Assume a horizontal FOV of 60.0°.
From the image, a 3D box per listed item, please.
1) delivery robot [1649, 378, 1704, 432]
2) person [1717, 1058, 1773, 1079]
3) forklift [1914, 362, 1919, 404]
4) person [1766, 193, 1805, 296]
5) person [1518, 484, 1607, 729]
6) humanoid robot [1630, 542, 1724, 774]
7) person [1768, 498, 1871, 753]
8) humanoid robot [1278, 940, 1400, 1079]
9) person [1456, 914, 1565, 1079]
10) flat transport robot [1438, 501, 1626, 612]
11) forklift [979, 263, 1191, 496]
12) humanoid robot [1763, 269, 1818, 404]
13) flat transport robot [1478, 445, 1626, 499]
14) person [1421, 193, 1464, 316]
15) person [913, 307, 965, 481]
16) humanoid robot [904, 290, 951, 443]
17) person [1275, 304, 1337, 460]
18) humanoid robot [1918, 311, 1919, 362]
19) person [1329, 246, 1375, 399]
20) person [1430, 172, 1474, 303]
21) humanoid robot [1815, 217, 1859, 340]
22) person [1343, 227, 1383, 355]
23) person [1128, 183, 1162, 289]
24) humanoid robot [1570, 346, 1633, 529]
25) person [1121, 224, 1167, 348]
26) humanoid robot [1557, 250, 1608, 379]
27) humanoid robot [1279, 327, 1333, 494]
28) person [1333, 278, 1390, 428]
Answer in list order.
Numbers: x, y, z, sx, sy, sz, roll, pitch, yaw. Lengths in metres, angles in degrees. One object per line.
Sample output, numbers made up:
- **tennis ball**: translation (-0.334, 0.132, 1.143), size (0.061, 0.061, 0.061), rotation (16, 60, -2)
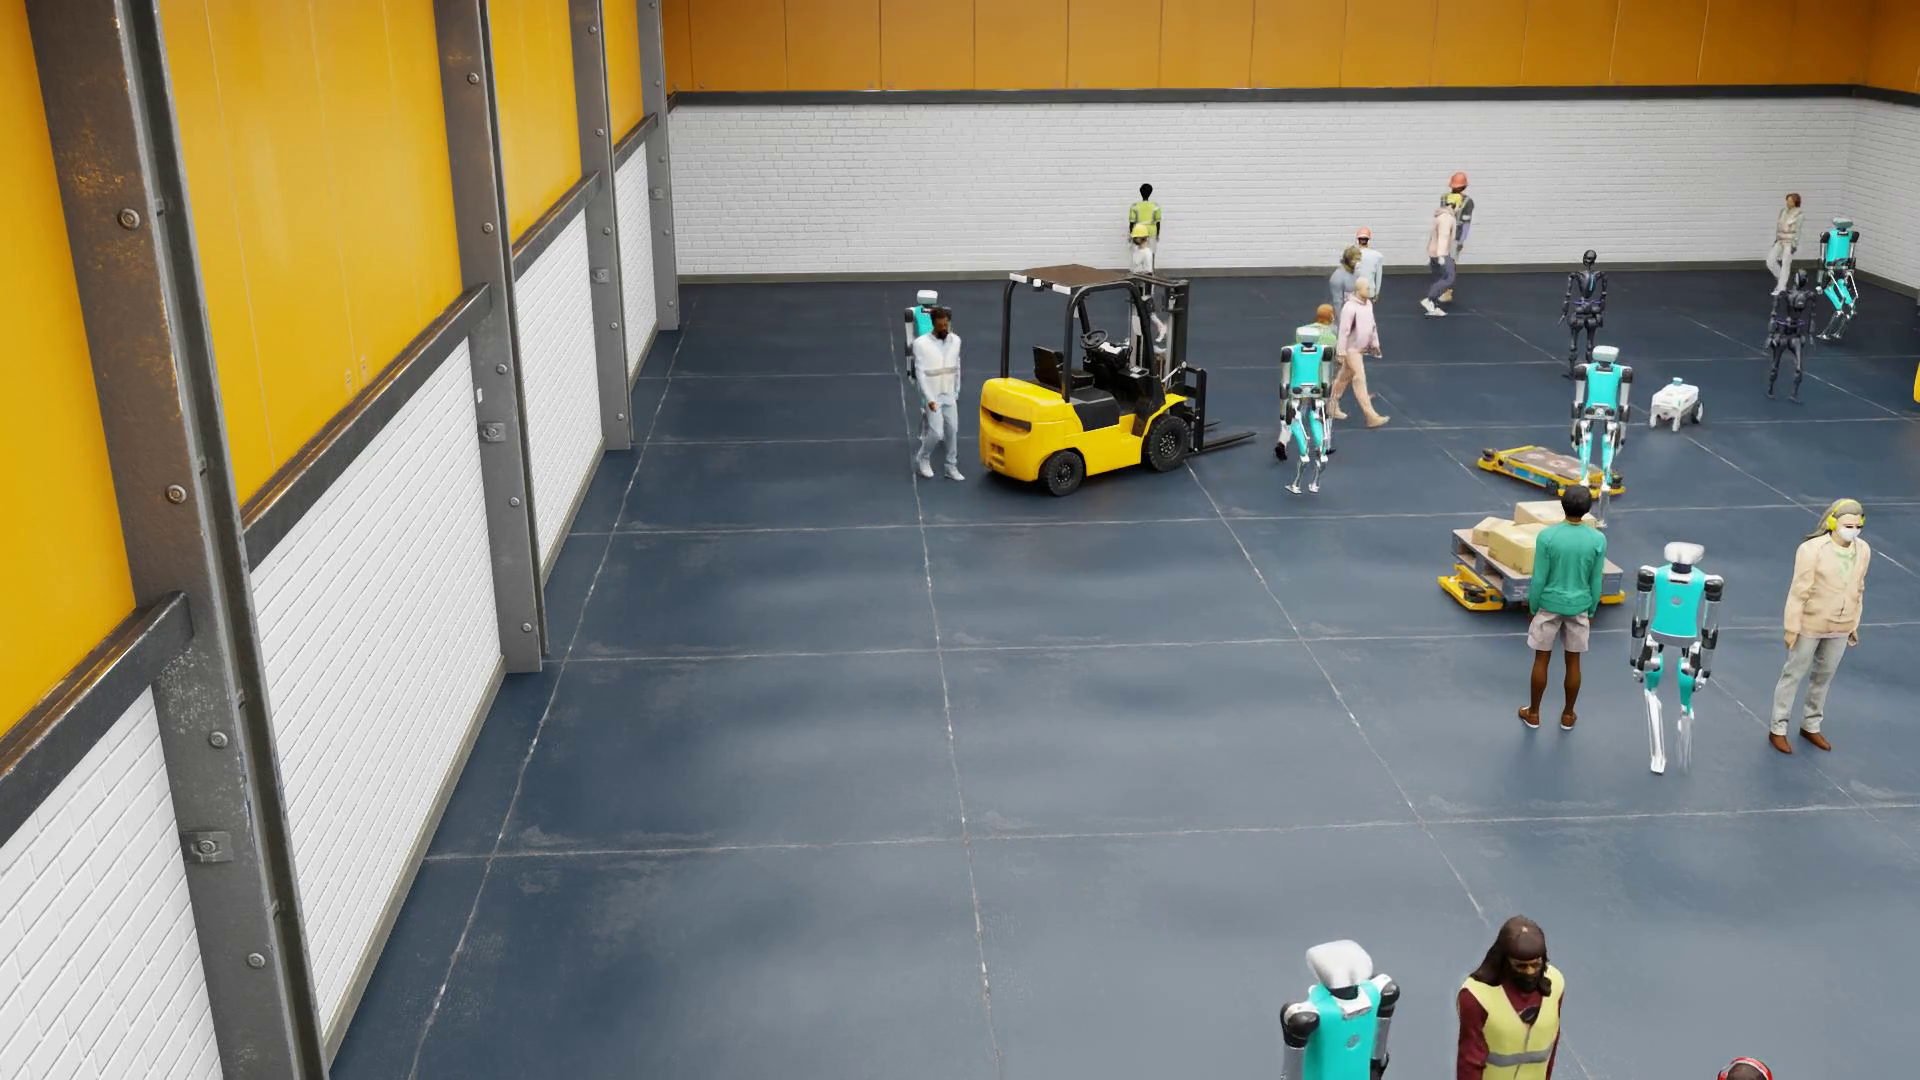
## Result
- **delivery robot**: translation (8.435, -1.608, 19.617), size (0.499, 0.610, 0.808), rotation (16, 25, 36)
- **person**: translation (2.880, 2.678, 6.321), size (0.454, 1.651, 0.337), rotation (17, 26, 39)
- **forklift**: translation (12.602, -2.435, 19.475), size (2.313, 2.155, 1.214), rotation (-1, 20, -4)
- **person**: translation (13.116, -4.696, 26.436), size (0.377, 1.623, 0.540), rotation (-5, 21, -15)
- **person**: translation (4.346, 0.496, 11.985), size (0.496, 1.849, 0.395), rotation (3, 20, 9)
- **humanoid robot**: translation (4.855, 0.832, 11.363), size (0.547, 1.863, 0.736), rotation (10, 22, 26)
- **person**: translation (6.049, 0.590, 11.693), size (0.566, 1.874, 0.391), rotation (-3, 20, -7)
- **humanoid robot**: translation (1.375, 2.344, 7.139), size (0.543, 1.775, 0.932), rotation (-9, 22, -24)
- **person**: translation (2.307, 2.365, 7.022), size (0.491, 1.755, 0.502), rotation (-4, 20, -10)
- **flat transport robot**: translation (5.004, 0.388, 14.571), size (1.431, 0.231, 0.659), rotation (-3, 20, -8)
- **forklift**: translation (1.315, -1.764, 17.646), size (2.313, 2.155, 1.214), rotation (-14, 24, -33)
- **humanoid robot**: translation (10.215, -2.510, 20.433), size (0.600, 1.640, 0.567), rotation (1, 20, 2)
- **flat transport robot**: translation (6.247, -0.722, 17.594), size (0.659, 0.231, 1.431), rotation (-11, 23, -27)
- **person**: translation (7.252, -4.274, 25.004), size (0.499, 1.828, 0.870), rotation (5, 21, 12)
- **person**: translation (-0.226, -1.522, 17.412), size (0.604, 1.894, 0.483), rotation (-14, 24, -33)
- **humanoid robot**: translation (-0.335, -1.884, 18.435), size (0.533, 1.677, 0.735), rotation (-1, 20, -4)
- **person**: translation (3.826, -1.713, 18.164), size (0.879, 1.744, 0.546), rotation (-17, 26, -39)
- **humanoid robot**: translation (13.126, -3.152, 22.158), size (0.599, 1.653, 0.315), rotation (-1, 20, -4)
- **person**: translation (4.734, -2.734, 20.731), size (0.634, 1.894, 1.012), rotation (-19, 27, -41)
- **person**: translation (7.623, -4.712, 25.915), size (0.451, 2.025, 0.631), rotation (-15, 25, -34)
- **humanoid robot**: translation (12.250, -3.593, 23.093), size (0.533, 1.677, 0.735), rotation (-1, 20, -4)
- **person**: translation (5.459, -3.395, 22.737), size (0.561, 1.739, 0.350), rotation (-1, 20, -2)
- **person**: translation (2.990, -4.925, 26.970), size (0.539, 1.694, 0.317), rotation (0, 20, -1)
- **humanoid robot**: translation (6.136, -0.951, 16.071), size (0.562, 1.756, 0.779), rotation (9, 22, 23)
- **person**: translation (2.570, -3.543, 23.153), size (0.764, 1.737, 0.523), rotation (-4, 21, -11)
- **humanoid robot**: translation (8.069, -2.926, 21.536), size (0.599, 1.657, 0.315), rotation (-1, 20, -4)
- **humanoid robot**: translation (3.514, -1.256, 16.725), size (0.533, 1.677, 0.735), rotation (-1, 20, -4)
- **person**: translation (4.713, -2.207, 19.501), size (0.932, 1.734, 0.538), rotation (16, 26, 37)
